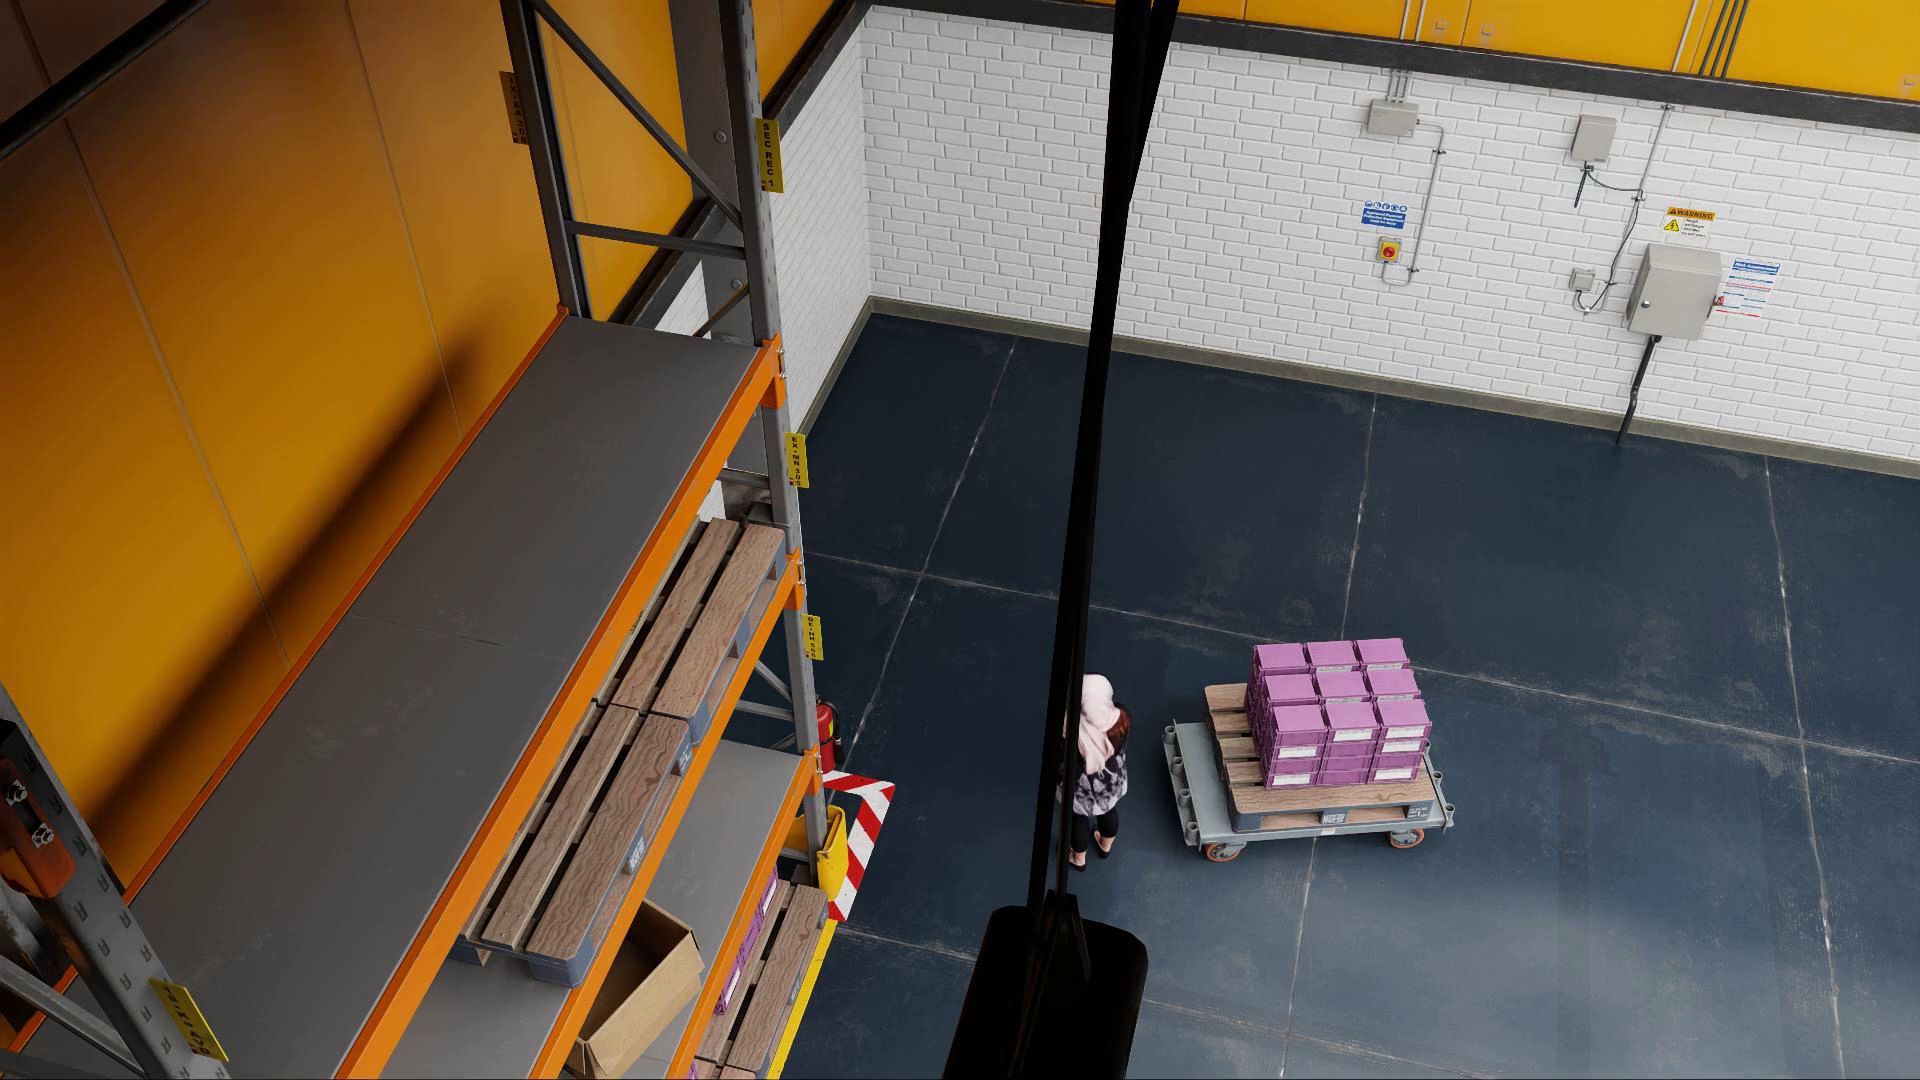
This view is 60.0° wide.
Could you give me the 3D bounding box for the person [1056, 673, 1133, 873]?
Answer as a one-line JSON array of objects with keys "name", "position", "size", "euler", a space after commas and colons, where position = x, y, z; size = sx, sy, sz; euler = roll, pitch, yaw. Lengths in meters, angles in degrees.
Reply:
[{"name": "person", "position": [0.768, 1.355, 9.670], "size": [0.747, 1.636, 0.799], "euler": [-19, 47, -19]}]
